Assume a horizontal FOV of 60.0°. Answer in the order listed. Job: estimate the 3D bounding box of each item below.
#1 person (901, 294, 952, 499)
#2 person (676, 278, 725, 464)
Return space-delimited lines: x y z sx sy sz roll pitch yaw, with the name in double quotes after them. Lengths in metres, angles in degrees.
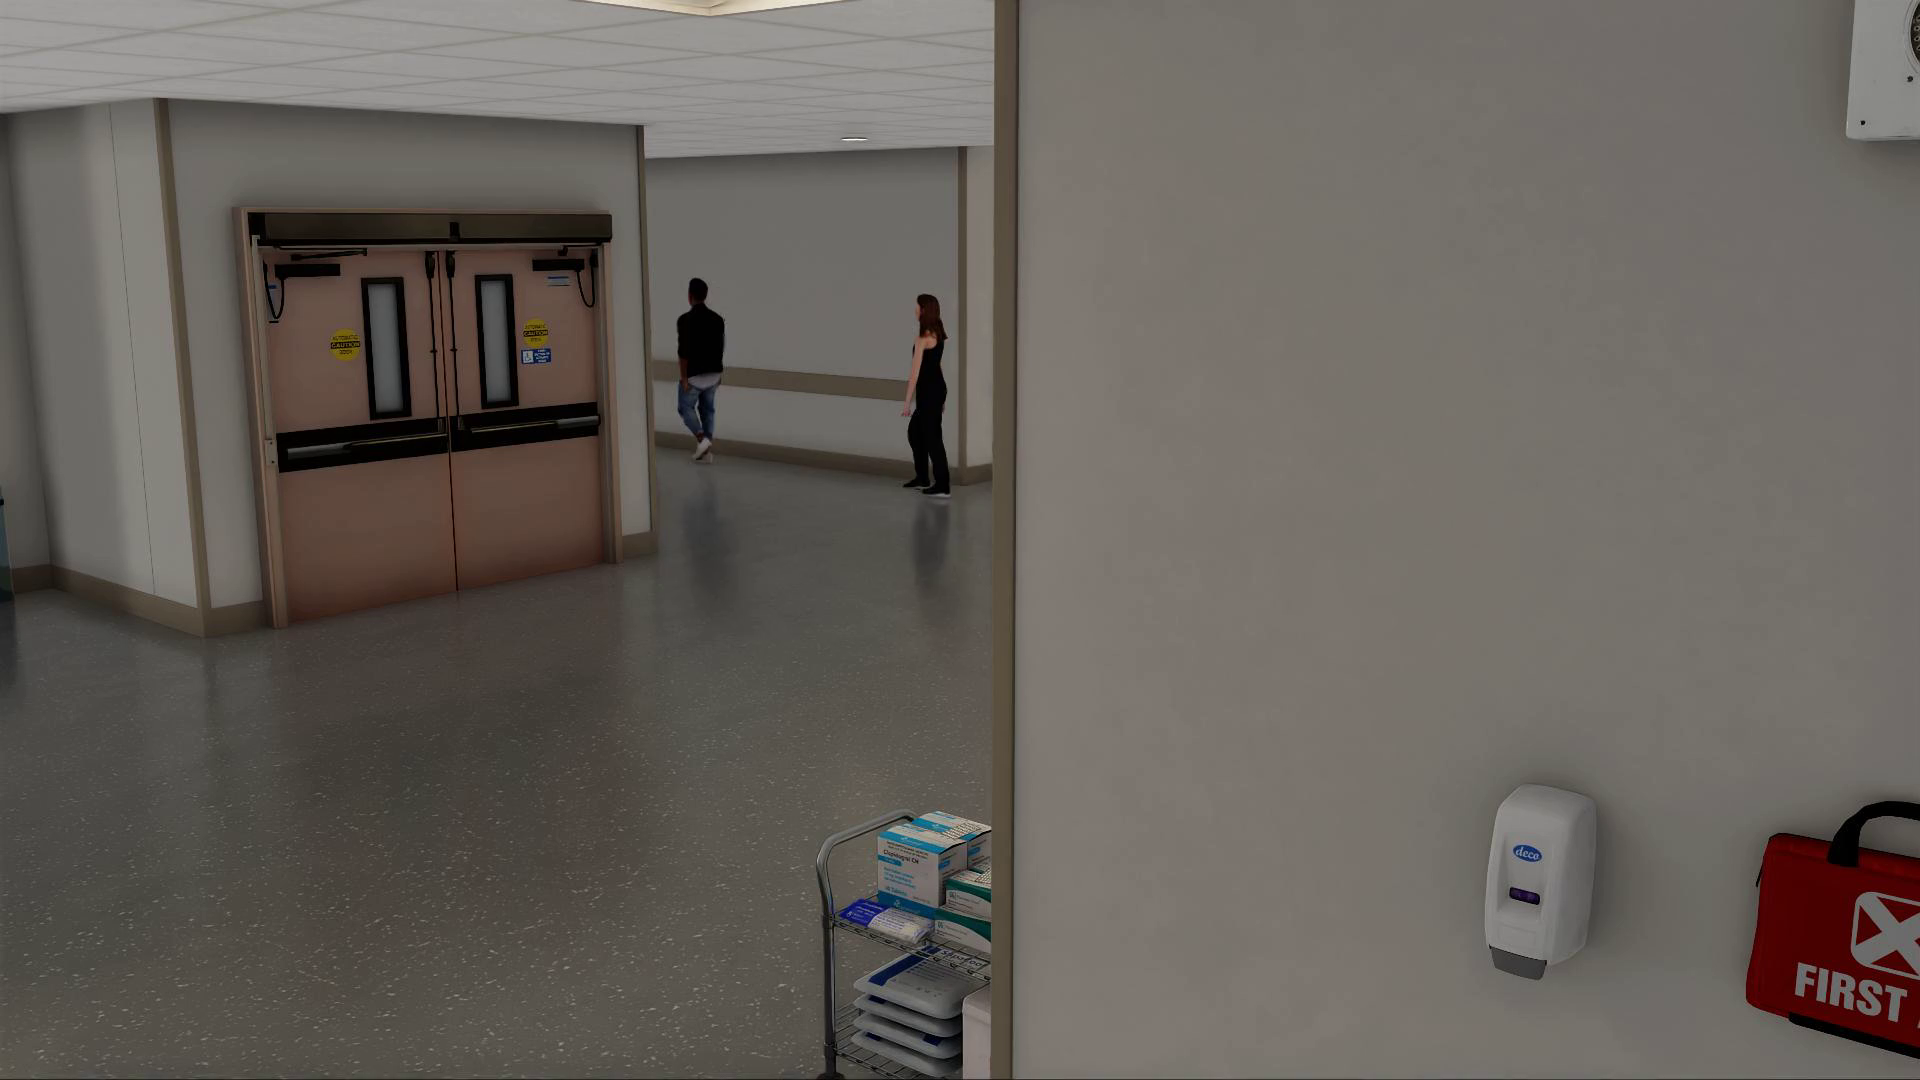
-0.168 -1.214 14.156 0.790 1.735 0.738 4 12 21 "person"
-2.473 -1.620 16.131 0.742 1.797 0.833 -8 14 -38 "person"
